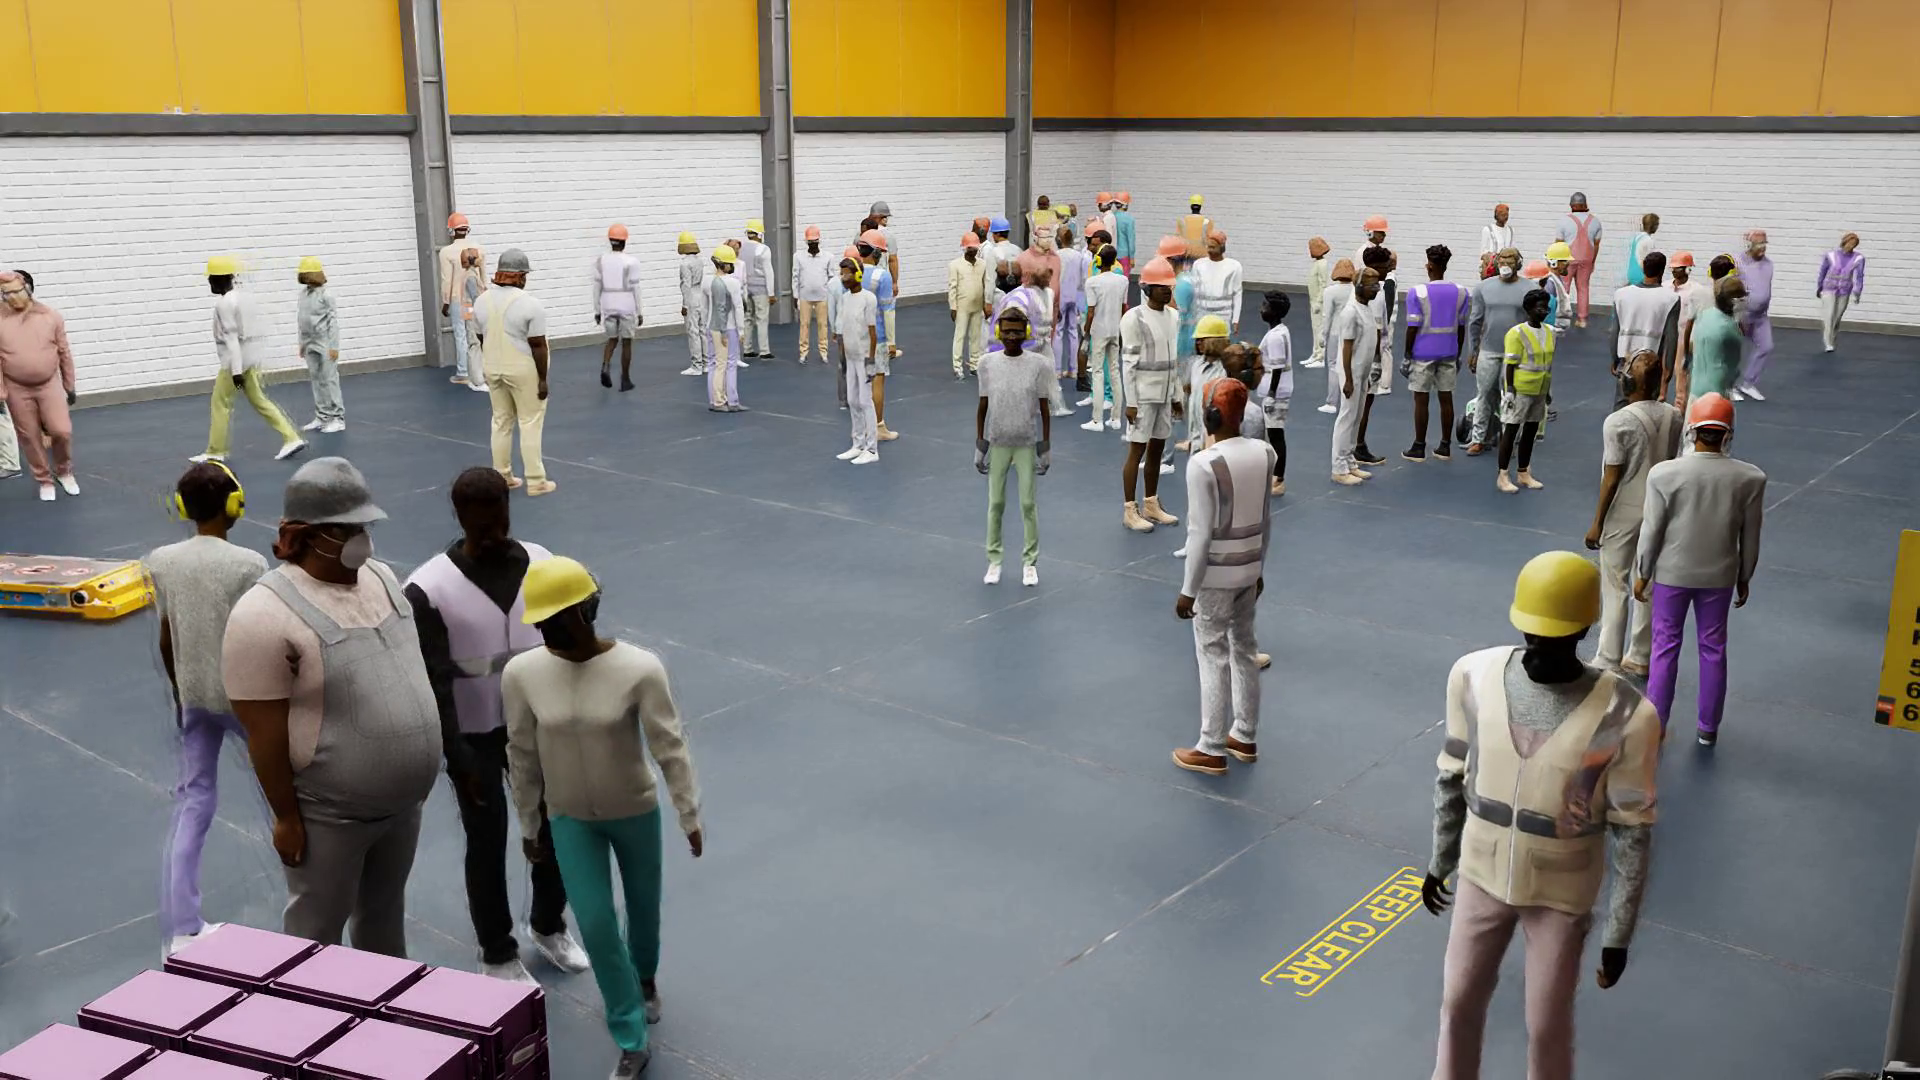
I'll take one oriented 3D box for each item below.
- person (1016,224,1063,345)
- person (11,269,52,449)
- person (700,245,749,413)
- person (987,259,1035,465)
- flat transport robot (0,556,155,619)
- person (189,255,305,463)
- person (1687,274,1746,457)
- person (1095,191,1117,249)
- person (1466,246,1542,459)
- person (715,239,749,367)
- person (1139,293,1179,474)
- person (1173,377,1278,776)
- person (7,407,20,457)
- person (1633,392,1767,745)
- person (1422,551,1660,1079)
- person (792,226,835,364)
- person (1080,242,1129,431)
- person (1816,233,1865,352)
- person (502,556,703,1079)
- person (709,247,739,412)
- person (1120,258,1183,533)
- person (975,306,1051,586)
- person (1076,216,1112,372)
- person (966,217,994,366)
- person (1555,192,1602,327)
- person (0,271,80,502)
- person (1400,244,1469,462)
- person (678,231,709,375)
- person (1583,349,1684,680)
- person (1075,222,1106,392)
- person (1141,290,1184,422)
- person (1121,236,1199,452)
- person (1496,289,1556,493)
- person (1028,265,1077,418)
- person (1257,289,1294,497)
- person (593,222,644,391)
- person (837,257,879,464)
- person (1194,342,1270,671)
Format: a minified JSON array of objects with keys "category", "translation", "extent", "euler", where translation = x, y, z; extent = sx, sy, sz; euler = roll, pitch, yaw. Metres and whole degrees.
[{"category":"person","translation":[0.933,-2.633,18.969],"extent":[0.652,1.906,0.402],"euler":[-12,18,-40]},{"category":"person","translation":[-8.748,-1.706,15.714],"extent":[0.319,1.686,0.539],"euler":[-5,15,-18]},{"category":"person","translation":[-2.504,-2.242,17.691],"extent":[0.533,1.767,0.321],"euler":[8,16,29]},{"category":"person","translation":[0.461,-1.599,14.985],"extent":[0.430,1.838,0.622],"euler":[1,14,4]},{"category":"flat transport robot","translation":[-5.825,0.282,10.634],"extent":[1.431,0.197,0.652],"euler":[3,14,11]},{"category":"person","translation":[-6.484,-1.626,14.981],"extent":[0.975,1.886,0.596],"euler":[-1,14,-6]},{"category":"person","translation":[5.857,-1.121,12.951],"extent":[0.609,1.901,0.687],"euler":[6,15,24]},{"category":"person","translation":[2.286,-4.450,26.050],"extent":[0.396,1.990,0.622],"euler":[3,14,12]},{"category":"person","translation":[4.968,-1.713,15.224],"extent":[0.631,1.938,0.362],"euler":[6,15,24]},{"category":"person","translation":[-2.859,-2.943,20.786],"extent":[0.322,1.628,0.527],"euler":[11,18,37]},{"category":"person","translation":[1.753,-1.392,14.558],"extent":[0.280,1.634,0.498],"euler":[-2,14,-9]},{"category":"person","translation":[1.239,0.171,7.806],"extent":[0.584,1.883,0.337],"euler":[-13,19,-41]},{"category":"person","translation":[-8.822,-1.565,15.017],"extent":[0.536,1.761,0.343],"euler":[-2,14,-6]},{"category":"person","translation":[3.603,0.146,8.169],"extent":[0.573,1.749,0.332],"euler":[2,14,7]},{"category":"person","translation":[1.576,0.950,4.631],"extent":[0.615,1.913,0.412],"euler":[12,18,39]},{"category":"person","translation":[-1.870,-3.132,21.270],"extent":[0.561,1.752,0.326],"euler":[-1,14,-6]},{"category":"person","translation":[1.436,-2.023,16.593],"extent":[0.530,1.876,0.323],"euler":[-8,16,-29]},{"category":"person","translation":[11.796,-3.312,22.309],"extent":[0.524,1.578,0.793],"euler":[5,15,20]},{"category":"person","translation":[-1.135,0.866,5.341],"extent":[0.604,1.716,0.628],"euler":[0,14,-2]},{"category":"person","translation":[-2.495,-2.230,17.671],"extent":[0.342,1.756,0.532],"euler":[-1,14,-5]},{"category":"person","translation":[1.464,-1.088,12.513],"extent":[0.605,2.045,0.378],"euler":[-13,19,-43]},{"category":"person","translation":[0.349,-0.615,11.010],"extent":[0.509,1.859,0.326],"euler":[2,14,9]},{"category":"person","translation":[1.648,-3.037,20.580],"extent":[0.406,1.909,0.639],"euler":[-6,15,-22]},{"category":"person","translation":[0.274,-3.079,20.799],"extent":[0.356,1.883,0.572],"euler":[-2,14,-8]},{"category":"person","translation":[9.258,-4.231,25.082],"extent":[0.683,2.000,0.535],"euler":[0,14,-2]},{"category":"person","translation":[-7.474,-1.224,13.407],"extent":[0.656,1.878,0.472],"euler":[-10,17,-35]},{"category":"person","translation":[4.277,-1.683,15.047],"extent":[0.608,1.966,0.371],"euler":[-3,14,-12]},{"category":"person","translation":[-3.292,-2.897,20.359],"extent":[0.318,1.741,0.493],"euler":[4,15,15]},{"category":"person","translation":[3.638,-0.119,9.045],"extent":[0.504,1.847,0.345],"euler":[-6,15,-23]},{"category":"person","translation":[1.513,-2.664,19.051],"extent":[0.380,1.929,0.542],"euler":[0,14,0]},{"category":"person","translation":[2.106,-2.072,17.028],"extent":[0.560,1.756,0.317],"euler":[-1,14,-5]},{"category":"person","translation":[1.914,-1.791,15.396],"extent":[0.919,2.000,0.624],"euler":[-1,14,-5]},{"category":"person","translation":[4.721,-1.238,13.816],"extent":[0.540,1.695,0.317],"euler":[-8,16,-28]},{"category":"person","translation":[0.841,-2.039,17.214],"extent":[0.829,1.592,0.524],"euler":[13,19,42]},{"category":"person","translation":[2.579,-1.205,13.679],"extent":[0.320,1.698,0.537],"euler":[3,14,14]},{"category":"person","translation":[-3.909,-2.645,18.988],"extent":[0.553,1.923,0.532],"euler":[3,14,12]},{"category":"person","translation":[-0.927,-1.618,15.023],"extent":[0.338,1.858,0.524],"euler":[-11,17,-36]},{"category":"person","translation":[1.532,-0.184,9.317],"extent":[0.335,1.842,0.522],"euler":[-7,16,-27]}]
